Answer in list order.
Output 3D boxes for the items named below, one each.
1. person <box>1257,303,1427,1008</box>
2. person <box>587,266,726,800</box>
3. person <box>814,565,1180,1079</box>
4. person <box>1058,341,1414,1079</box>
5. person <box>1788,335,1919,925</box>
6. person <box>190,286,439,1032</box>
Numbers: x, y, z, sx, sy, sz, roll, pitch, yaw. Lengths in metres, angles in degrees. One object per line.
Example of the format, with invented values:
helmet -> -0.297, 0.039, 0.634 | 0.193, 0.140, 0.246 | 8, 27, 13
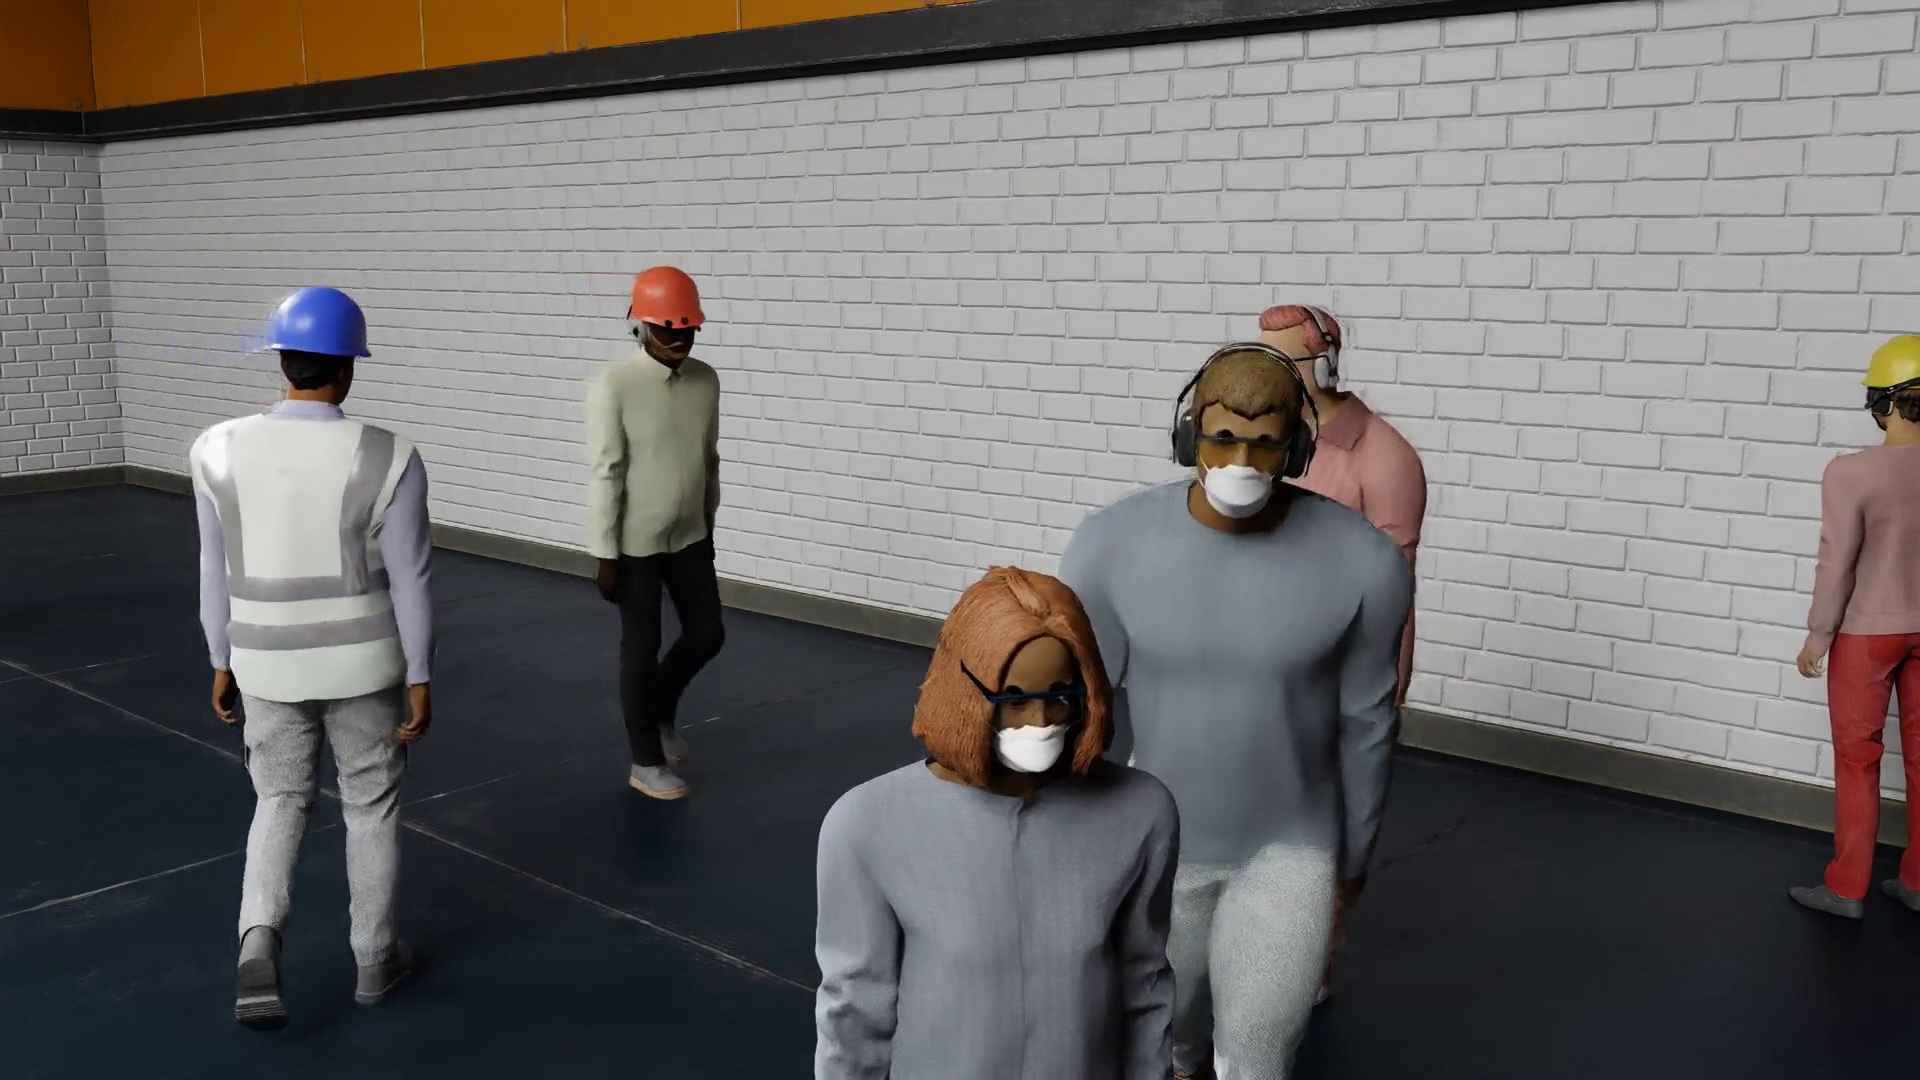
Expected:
person -> 0.929, 0.319, 4.411 | 0.510, 1.889, 0.653 | -9, 13, -41
person -> -1.090, -0.005, 6.046 | 0.611, 1.959, 0.617 | 9, 13, 42
person -> 0.058, 0.835, 2.192 | 0.497, 1.631, 0.285 | -3, 10, -17
person -> 0.507, 0.541, 3.195 | 0.657, 1.887, 0.993 | 2, 10, 13
person -> 2.776, 0.276, 4.988 | 0.523, 1.769, 0.321 | -1, 10, -7
person -> -1.647, 0.325, 4.249 | 0.623, 1.928, 0.642 | 0, 10, -2
